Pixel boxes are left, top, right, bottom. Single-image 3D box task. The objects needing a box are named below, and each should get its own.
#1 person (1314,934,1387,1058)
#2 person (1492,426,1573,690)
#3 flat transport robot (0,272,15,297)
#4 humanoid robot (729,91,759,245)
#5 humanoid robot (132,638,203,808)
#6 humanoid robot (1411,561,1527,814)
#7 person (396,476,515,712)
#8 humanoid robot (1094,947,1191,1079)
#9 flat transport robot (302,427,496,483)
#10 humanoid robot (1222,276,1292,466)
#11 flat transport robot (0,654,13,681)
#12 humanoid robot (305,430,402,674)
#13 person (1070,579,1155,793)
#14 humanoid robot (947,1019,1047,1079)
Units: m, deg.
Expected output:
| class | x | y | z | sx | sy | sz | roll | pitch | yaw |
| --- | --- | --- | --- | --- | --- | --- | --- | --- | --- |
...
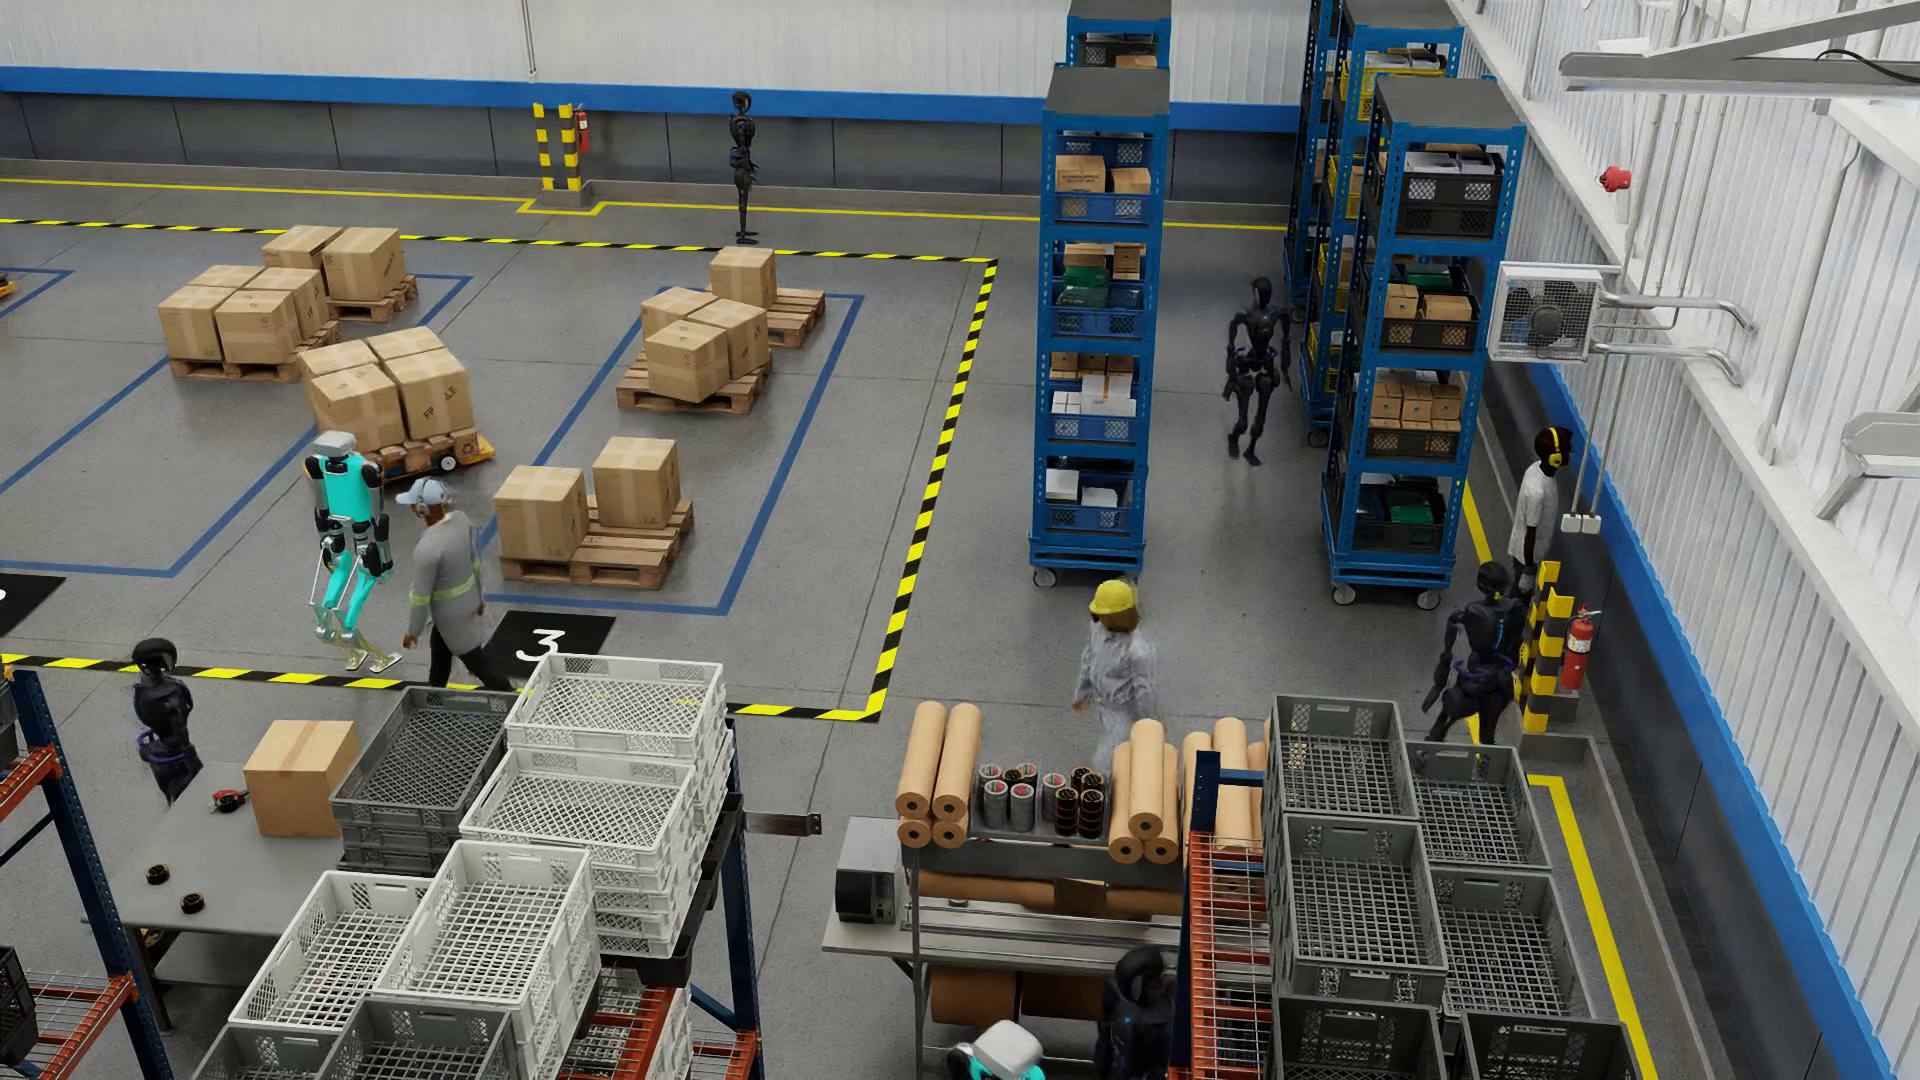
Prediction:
| class | x | y | z | sx | sy | sz | roll | pitch | yaw |
| --- | --- | --- | --- | --- | --- | --- | --- | --- | --- |
| person | 1.615 | 2.288 | 7.179 | 0.390 | 1.842 | 0.565 | -8 | 31 | -14 |
| person | 3.753 | 0.106 | 10.894 | 0.319 | 1.876 | 0.527 | 10 | 32 | 17 |
| flat transport robot | -10.592 | -2.581 | 17.079 | 1.431 | 0.197 | 0.652 | 3 | 30 | 6 |
| humanoid robot | -2.378 | -4.123 | 18.341 | 0.315 | 1.657 | 0.599 | -2 | 30 | -4 |
| humanoid robot | -4.268 | 1.209 | 9.210 | 0.636 | 1.640 | 0.605 | -25 | 38 | -36 |
| humanoid robot | 3.038 | 0.820 | 9.887 | 0.589 | 1.630 | 0.718 | -10 | 32 | -16 |
| person | -3.206 | 0.426 | 10.415 | 0.960 | 1.802 | 0.599 | 2 | 30 | 4 |
| humanoid robot | 0.782 | 2.430 | 7.142 | 0.686 | 1.636 | 0.615 | -20 | 36 | -31 |
| flat transport robot | -4.694 | -0.728 | 13.897 | 1.431 | 0.197 | 0.652 | -18 | 35 | -27 |
| humanoid robot | 2.439 | -1.381 | 13.648 | 0.586 | 1.649 | 0.367 | -7 | 31 | -12 |
| flat transport robot | -7.142 | 0.969 | 11.010 | 1.431 | 0.231 | 0.659 | 3 | 30 | 6 |
| humanoid robot | -4.035 | 0.161 | 10.805 | 0.533 | 1.675 | 0.735 | 9 | 31 | 15 |
| person | 0.789 | 0.991 | 9.525 | 0.833 | 1.707 | 0.510 | -15 | 34 | -24 |
| humanoid robot | 0.049 | 2.747 | 6.519 | 0.534 | 1.820 | 0.726 | 19 | 35 | 29 |
